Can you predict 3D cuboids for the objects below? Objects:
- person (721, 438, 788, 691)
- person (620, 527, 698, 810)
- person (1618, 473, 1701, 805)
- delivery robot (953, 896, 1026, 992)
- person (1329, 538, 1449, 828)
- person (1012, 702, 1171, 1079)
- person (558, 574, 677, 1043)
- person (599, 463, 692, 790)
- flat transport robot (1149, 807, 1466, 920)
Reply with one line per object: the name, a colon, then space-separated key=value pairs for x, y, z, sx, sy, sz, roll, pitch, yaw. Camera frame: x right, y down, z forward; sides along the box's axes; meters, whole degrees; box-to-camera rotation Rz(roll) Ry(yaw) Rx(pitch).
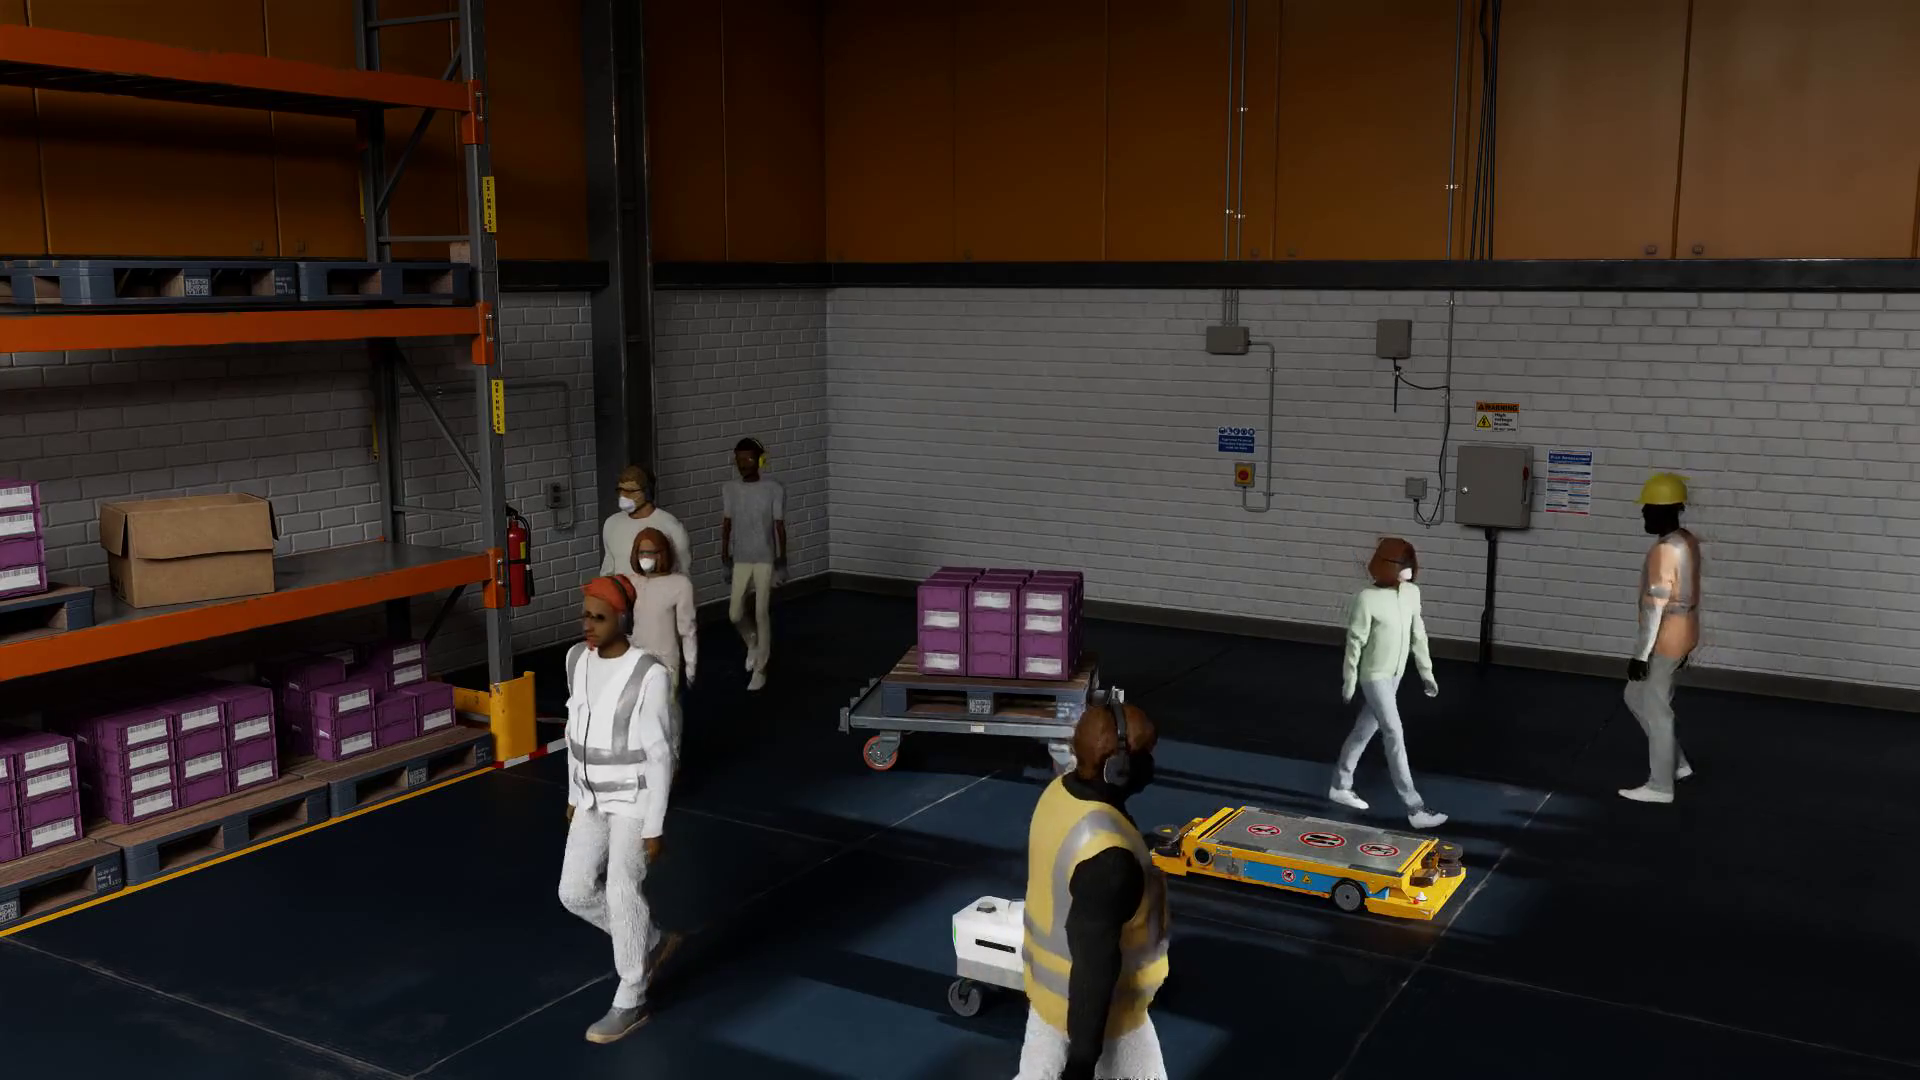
person: x=-1.497 y=0.157 z=12.239 sx=0.534 sy=1.856 sz=0.510 roll=2 pitch=9 yaw=10
person: x=-1.758 y=0.718 z=9.487 sx=0.511 sy=1.607 sz=0.664 roll=2 pitch=9 yaw=14
person: x=3.979 y=0.572 z=9.476 sx=0.416 sy=1.913 sz=0.585 roll=6 pitch=11 yaw=31
delivery robot: x=0.329 y=1.638 z=6.729 sx=0.707 sy=0.478 sz=0.477 roll=5 pitch=10 yaw=30
person: x=2.380 y=0.772 z=9.192 sx=0.505 sy=1.587 sz=0.827 roll=-9 pitch=12 yaw=-43
person: x=0.392 y=1.356 z=4.960 sx=0.940 sy=1.797 sz=0.622 roll=-2 pitch=9 yaw=-14
person: x=-1.351 y=1.048 z=6.620 sx=0.598 sy=1.865 sz=0.461 roll=7 pitch=12 yaw=38
person: x=-1.854 y=0.510 z=9.759 sx=0.637 sy=1.937 sz=0.357 roll=5 pitch=10 yaw=30
flat transport robot: x=1.722 y=1.575 z=8.297 sx=1.431 sy=0.197 sz=0.652 roll=5 pitch=11 yaw=30
